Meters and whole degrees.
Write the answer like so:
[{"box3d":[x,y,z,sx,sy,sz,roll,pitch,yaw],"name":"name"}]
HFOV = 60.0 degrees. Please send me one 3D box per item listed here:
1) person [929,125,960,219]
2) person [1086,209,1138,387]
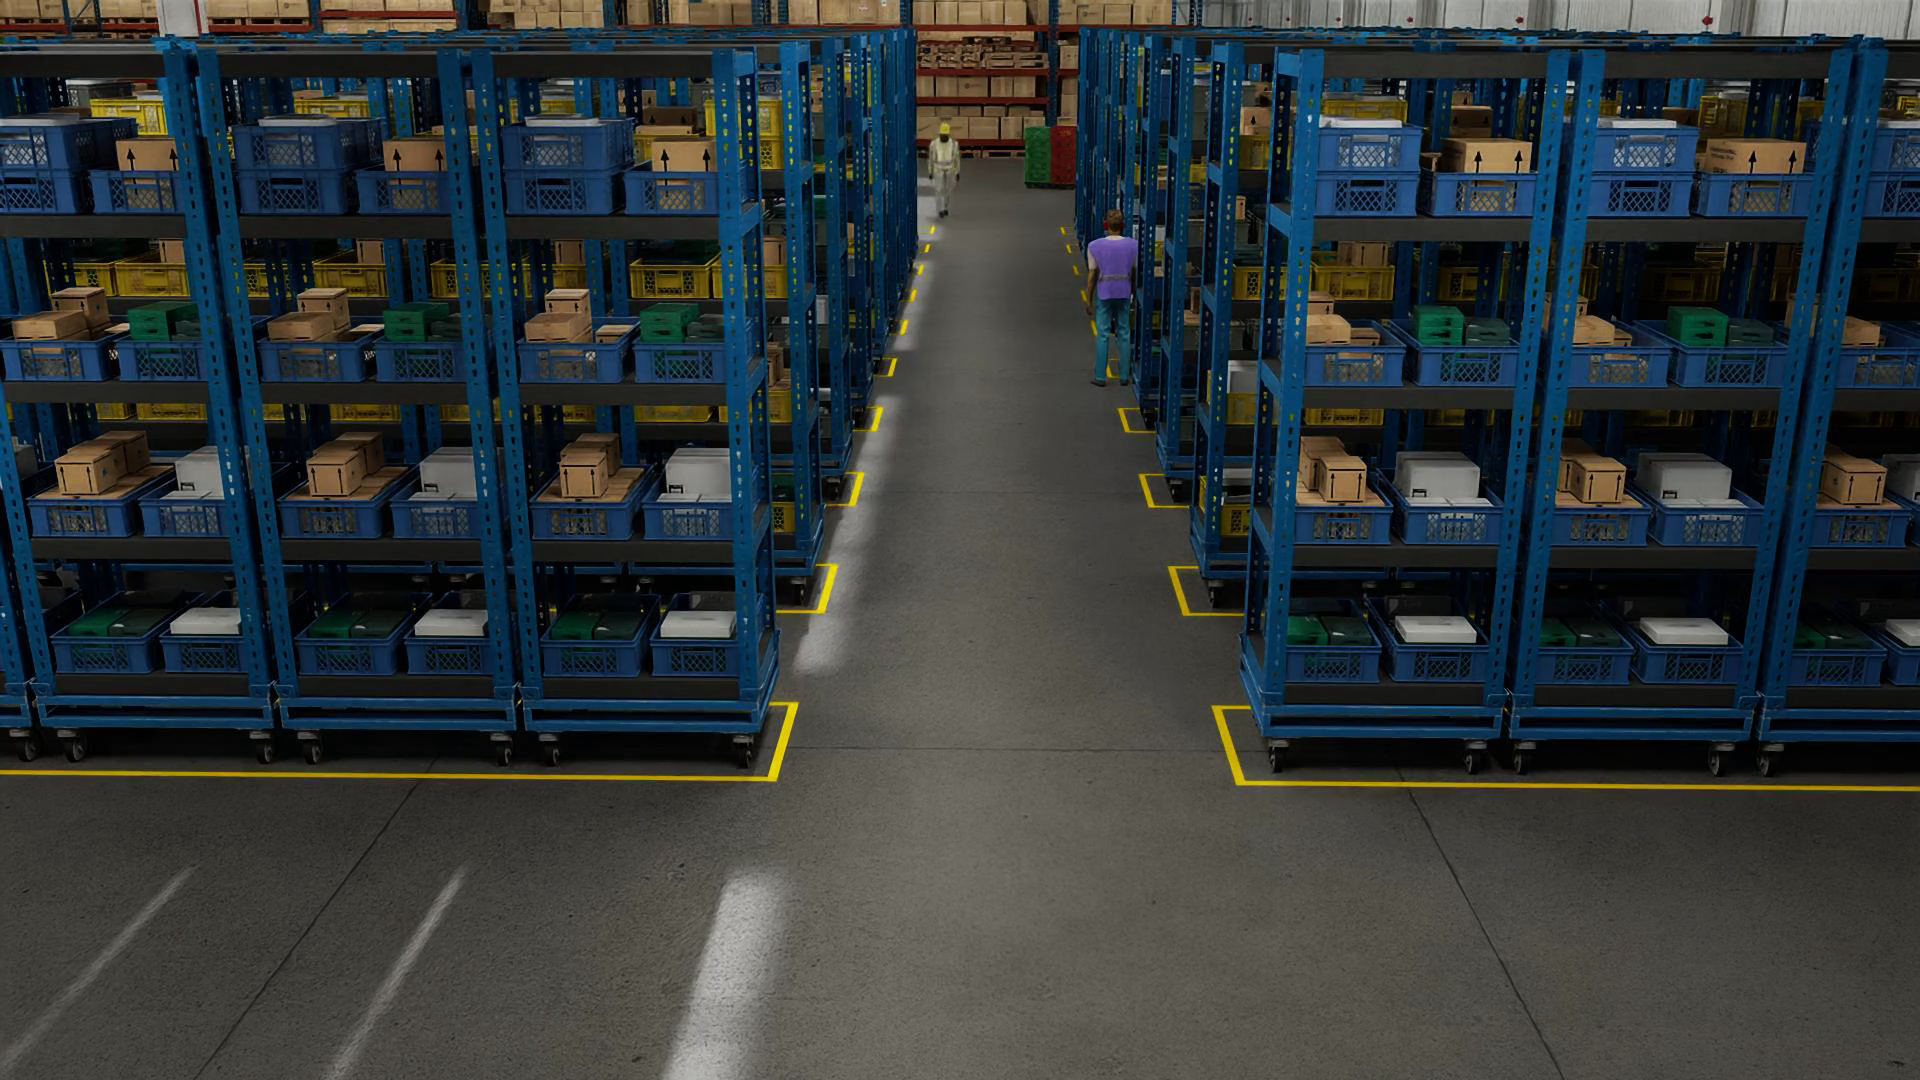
[{"box3d":[-0.299,-7.152,32.263,0.601,1.775,0.952,-2,18,-6],"name":"person"},{"box3d":[1.598,-2.510,17.337,0.570,1.845,0.384,-3,18,-9],"name":"person"}]
